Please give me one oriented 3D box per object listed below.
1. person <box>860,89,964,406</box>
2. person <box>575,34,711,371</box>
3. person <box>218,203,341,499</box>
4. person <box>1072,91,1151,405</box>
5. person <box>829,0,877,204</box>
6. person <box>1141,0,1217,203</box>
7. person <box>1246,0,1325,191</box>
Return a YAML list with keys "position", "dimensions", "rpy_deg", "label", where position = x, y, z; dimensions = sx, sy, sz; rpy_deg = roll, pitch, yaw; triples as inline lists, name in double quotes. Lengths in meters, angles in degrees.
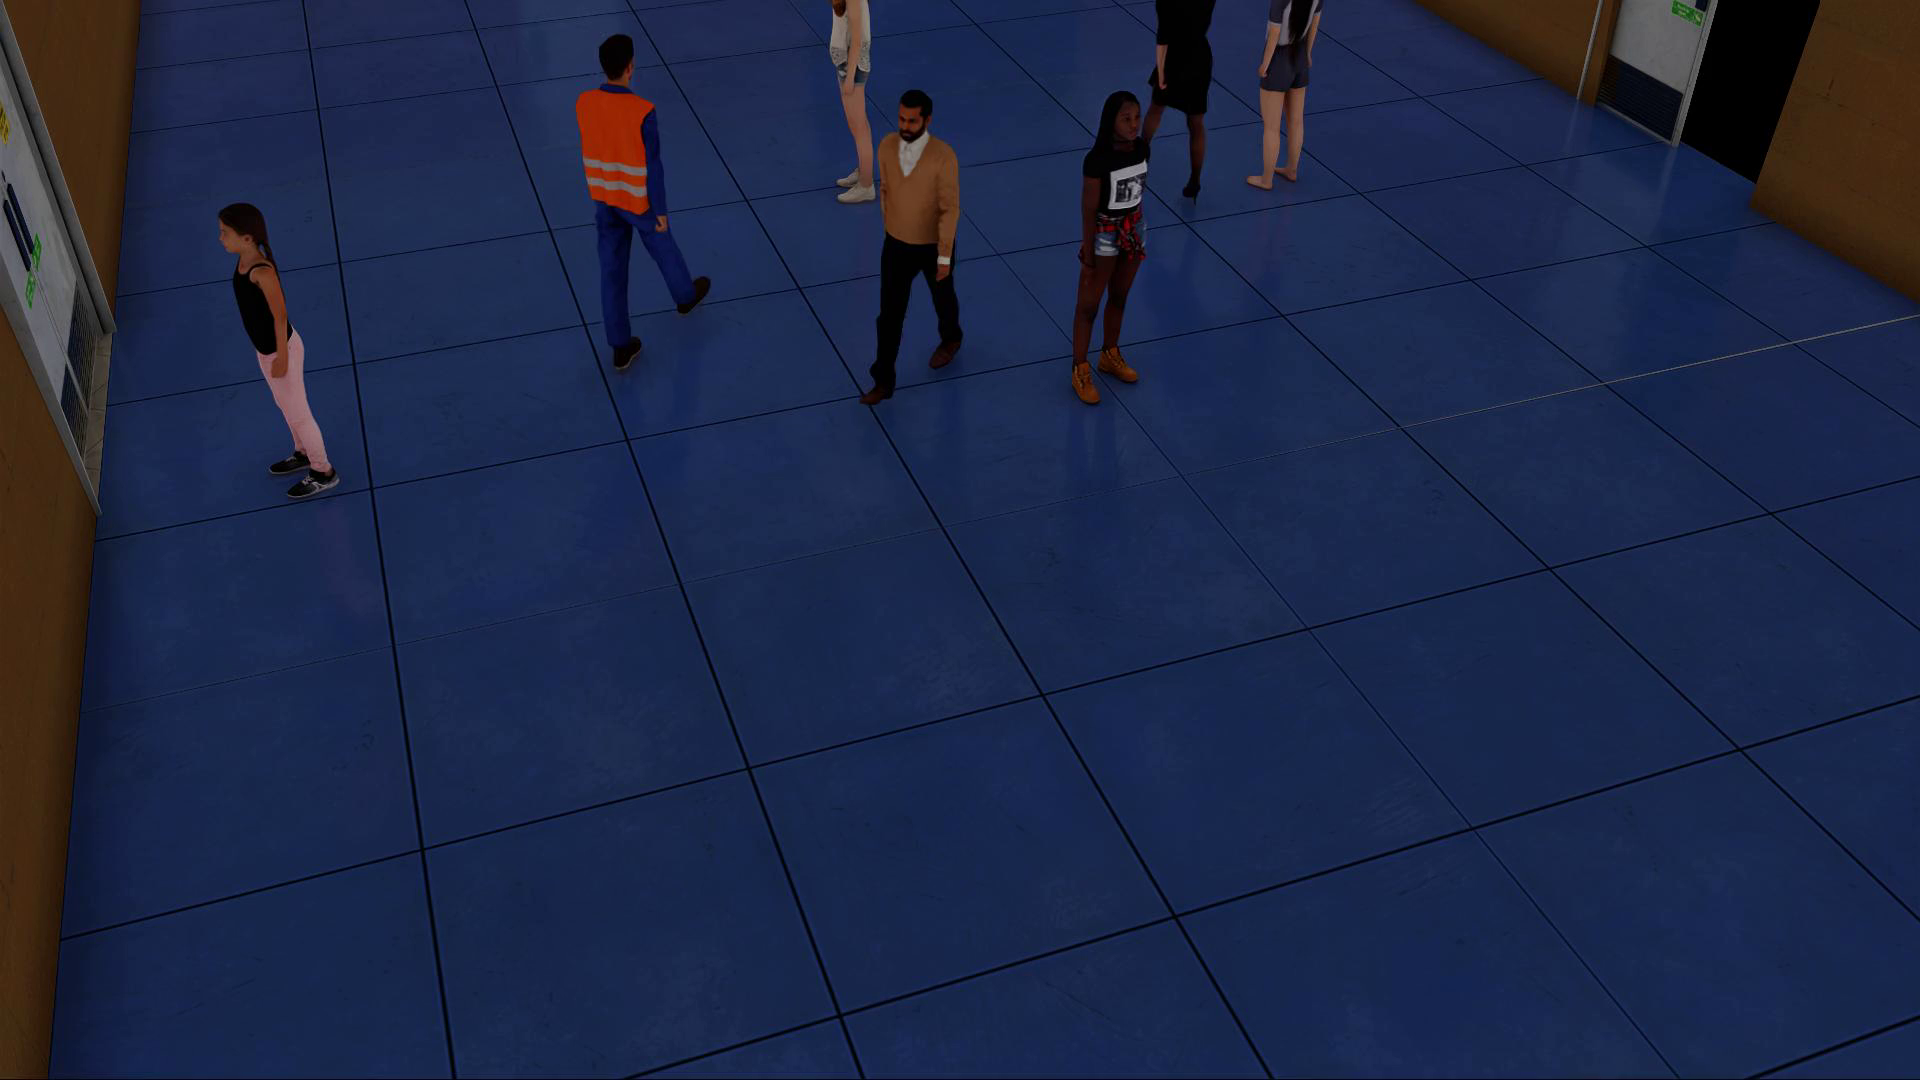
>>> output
- position: [-0.168, -1.617, 9.000]
  dimensions: [1.158, 1.703, 1.219]
  rpy_deg: [16, 40, 20]
  label: "person"
- position: [-1.883, -1.798, 9.146]
  dimensions: [1.209, 1.817, 1.195]
  rpy_deg: [10, 38, 13]
  label: "person"
- position: [-3.381, -0.946, 8.221]
  dimensions: [0.578, 1.565, 0.579]
  rpy_deg: [-22, 42, -27]
  label: "person"
- position: [0.813, -1.586, 8.939]
  dimensions: [0.651, 1.727, 0.758]
  rpy_deg: [-28, 45, -32]
  label: "person"
- position: [-0.688, -3.085, 10.909]
  dimensions: [0.608, 1.759, 0.637]
  rpy_deg: [-2, 37, -2]
  label: "person"
- position: [1.517, -3.029, 10.906]
  dimensions: [1.017, 1.656, 0.689]
  rpy_deg: [-11, 38, -14]
  label: "person"
- position: [2.187, -3.149, 11.085]
  dimensions: [0.543, 1.650, 0.702]
  rpy_deg: [-22, 42, -27]
  label: "person"
